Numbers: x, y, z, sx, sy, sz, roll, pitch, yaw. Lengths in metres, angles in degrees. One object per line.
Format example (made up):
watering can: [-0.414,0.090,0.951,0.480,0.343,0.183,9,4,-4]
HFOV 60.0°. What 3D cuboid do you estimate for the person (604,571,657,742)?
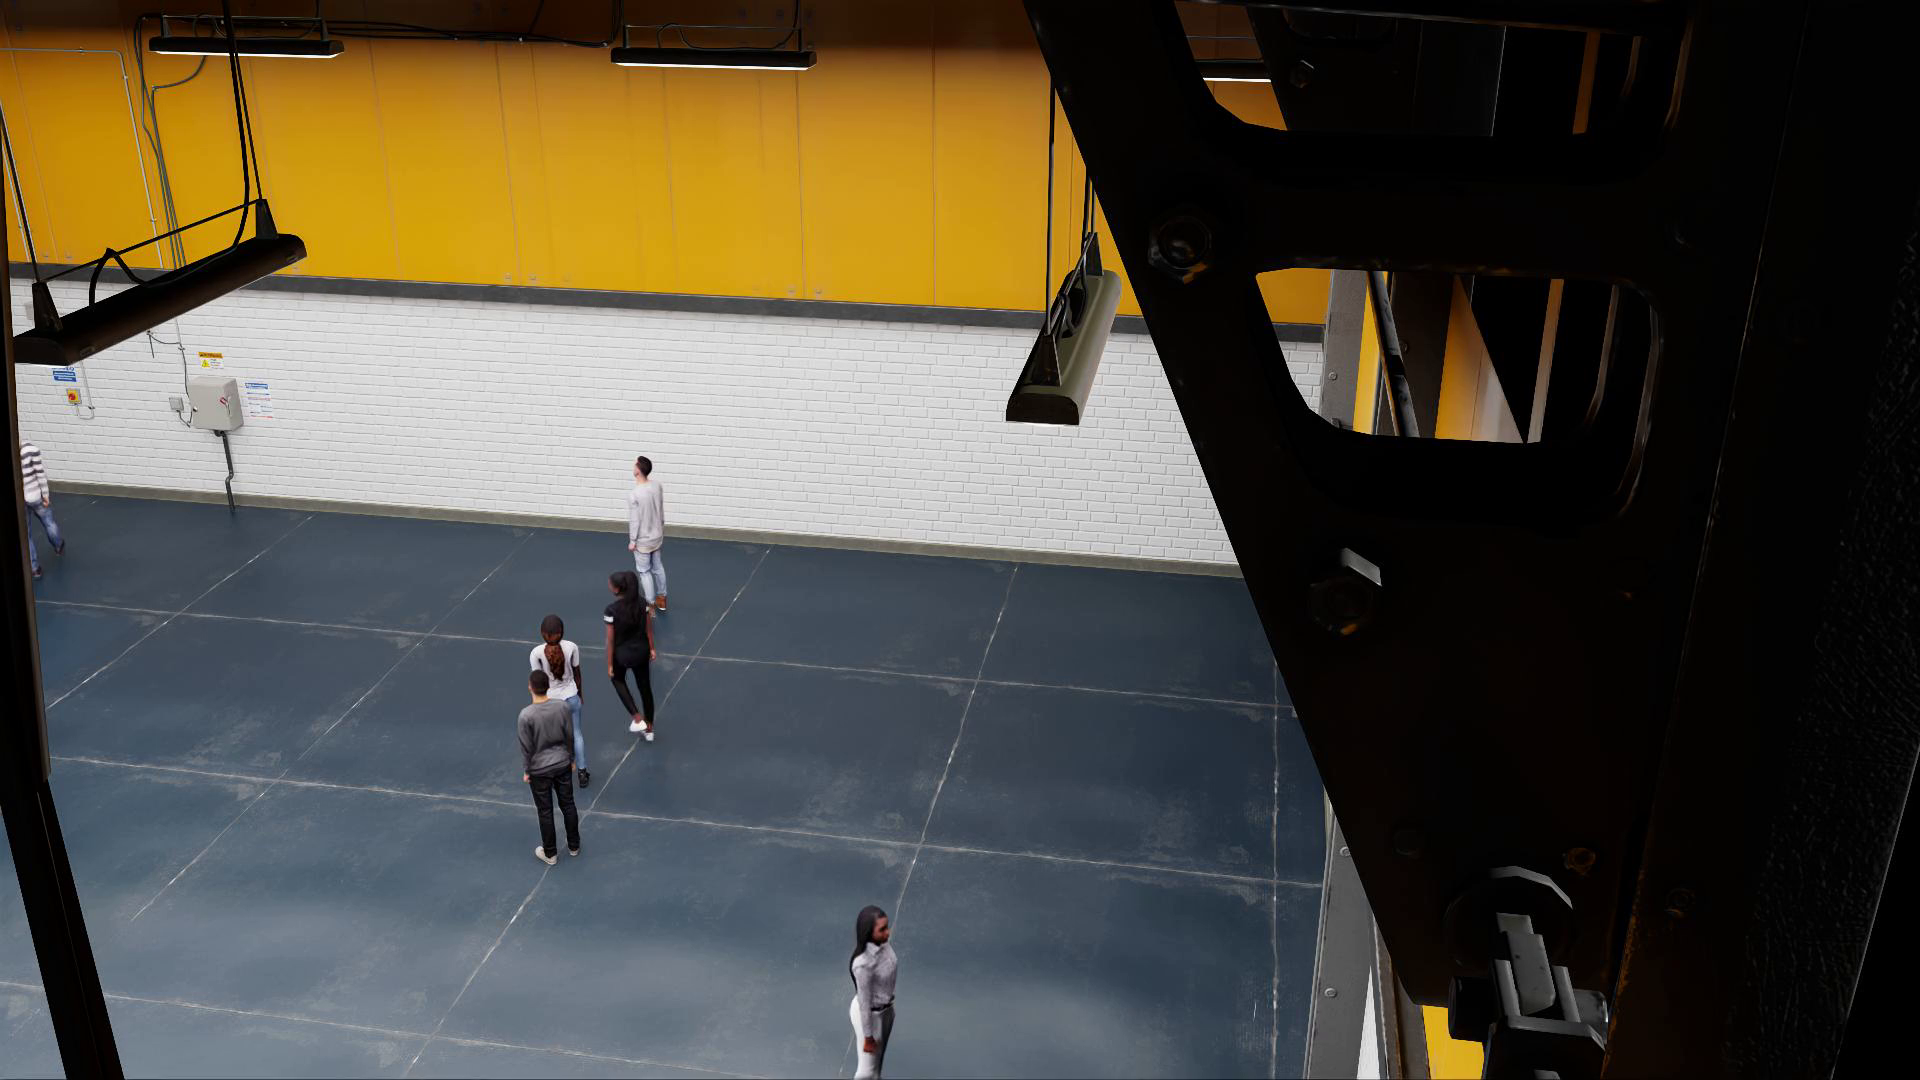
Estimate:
person: [-3.041,1.116,15.506,0.803,1.734,0.863,-14,27,-29]

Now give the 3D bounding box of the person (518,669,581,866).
person: [-3.395,1.865,13.759,0.695,1.761,0.751,-15,28,-31]

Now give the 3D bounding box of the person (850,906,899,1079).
person: [-0.572,3.125,10.925,0.688,1.722,0.517,9,25,19]

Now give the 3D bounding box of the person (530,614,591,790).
person: [-3.551,1.440,14.781,0.668,1.720,0.707,-12,26,-26]

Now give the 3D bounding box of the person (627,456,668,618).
person: [-3.391,-0.053,18.047,0.816,1.841,0.648,14,27,29]

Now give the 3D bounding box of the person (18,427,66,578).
person: [-10.686,-0.450,19.005,1.009,1.801,1.181,-9,25,-20]
